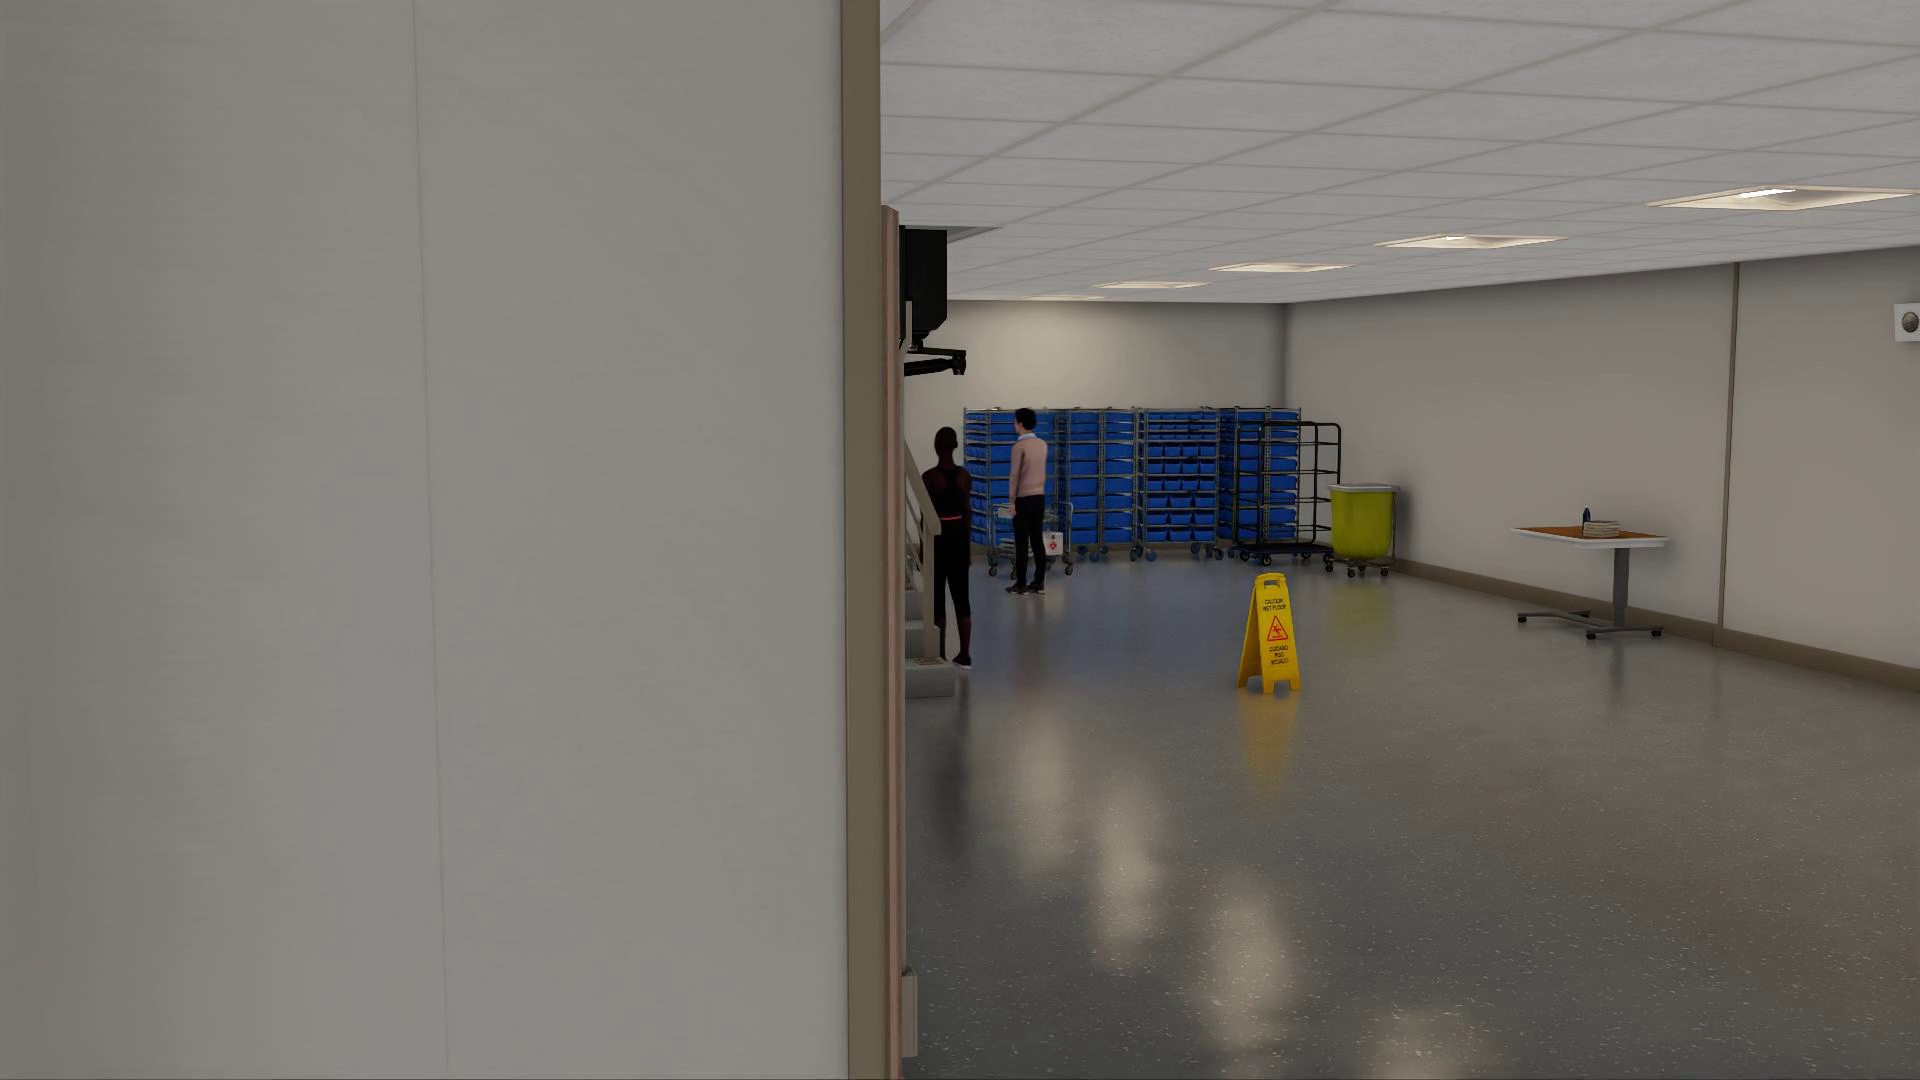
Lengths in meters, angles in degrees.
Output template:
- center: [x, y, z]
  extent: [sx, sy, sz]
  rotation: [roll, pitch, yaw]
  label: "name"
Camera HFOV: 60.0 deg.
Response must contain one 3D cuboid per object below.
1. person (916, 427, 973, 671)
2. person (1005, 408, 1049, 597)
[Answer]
- center: [-0.096, 0.062, 11.971]
  extent: [0.645, 1.758, 0.612]
  rotation: [-3, 7, -30]
  label: "person"
- center: [0.668, -0.381, 16.114]
  extent: [0.719, 1.810, 0.713]
  rotation: [-5, 8, -40]
  label: "person"
